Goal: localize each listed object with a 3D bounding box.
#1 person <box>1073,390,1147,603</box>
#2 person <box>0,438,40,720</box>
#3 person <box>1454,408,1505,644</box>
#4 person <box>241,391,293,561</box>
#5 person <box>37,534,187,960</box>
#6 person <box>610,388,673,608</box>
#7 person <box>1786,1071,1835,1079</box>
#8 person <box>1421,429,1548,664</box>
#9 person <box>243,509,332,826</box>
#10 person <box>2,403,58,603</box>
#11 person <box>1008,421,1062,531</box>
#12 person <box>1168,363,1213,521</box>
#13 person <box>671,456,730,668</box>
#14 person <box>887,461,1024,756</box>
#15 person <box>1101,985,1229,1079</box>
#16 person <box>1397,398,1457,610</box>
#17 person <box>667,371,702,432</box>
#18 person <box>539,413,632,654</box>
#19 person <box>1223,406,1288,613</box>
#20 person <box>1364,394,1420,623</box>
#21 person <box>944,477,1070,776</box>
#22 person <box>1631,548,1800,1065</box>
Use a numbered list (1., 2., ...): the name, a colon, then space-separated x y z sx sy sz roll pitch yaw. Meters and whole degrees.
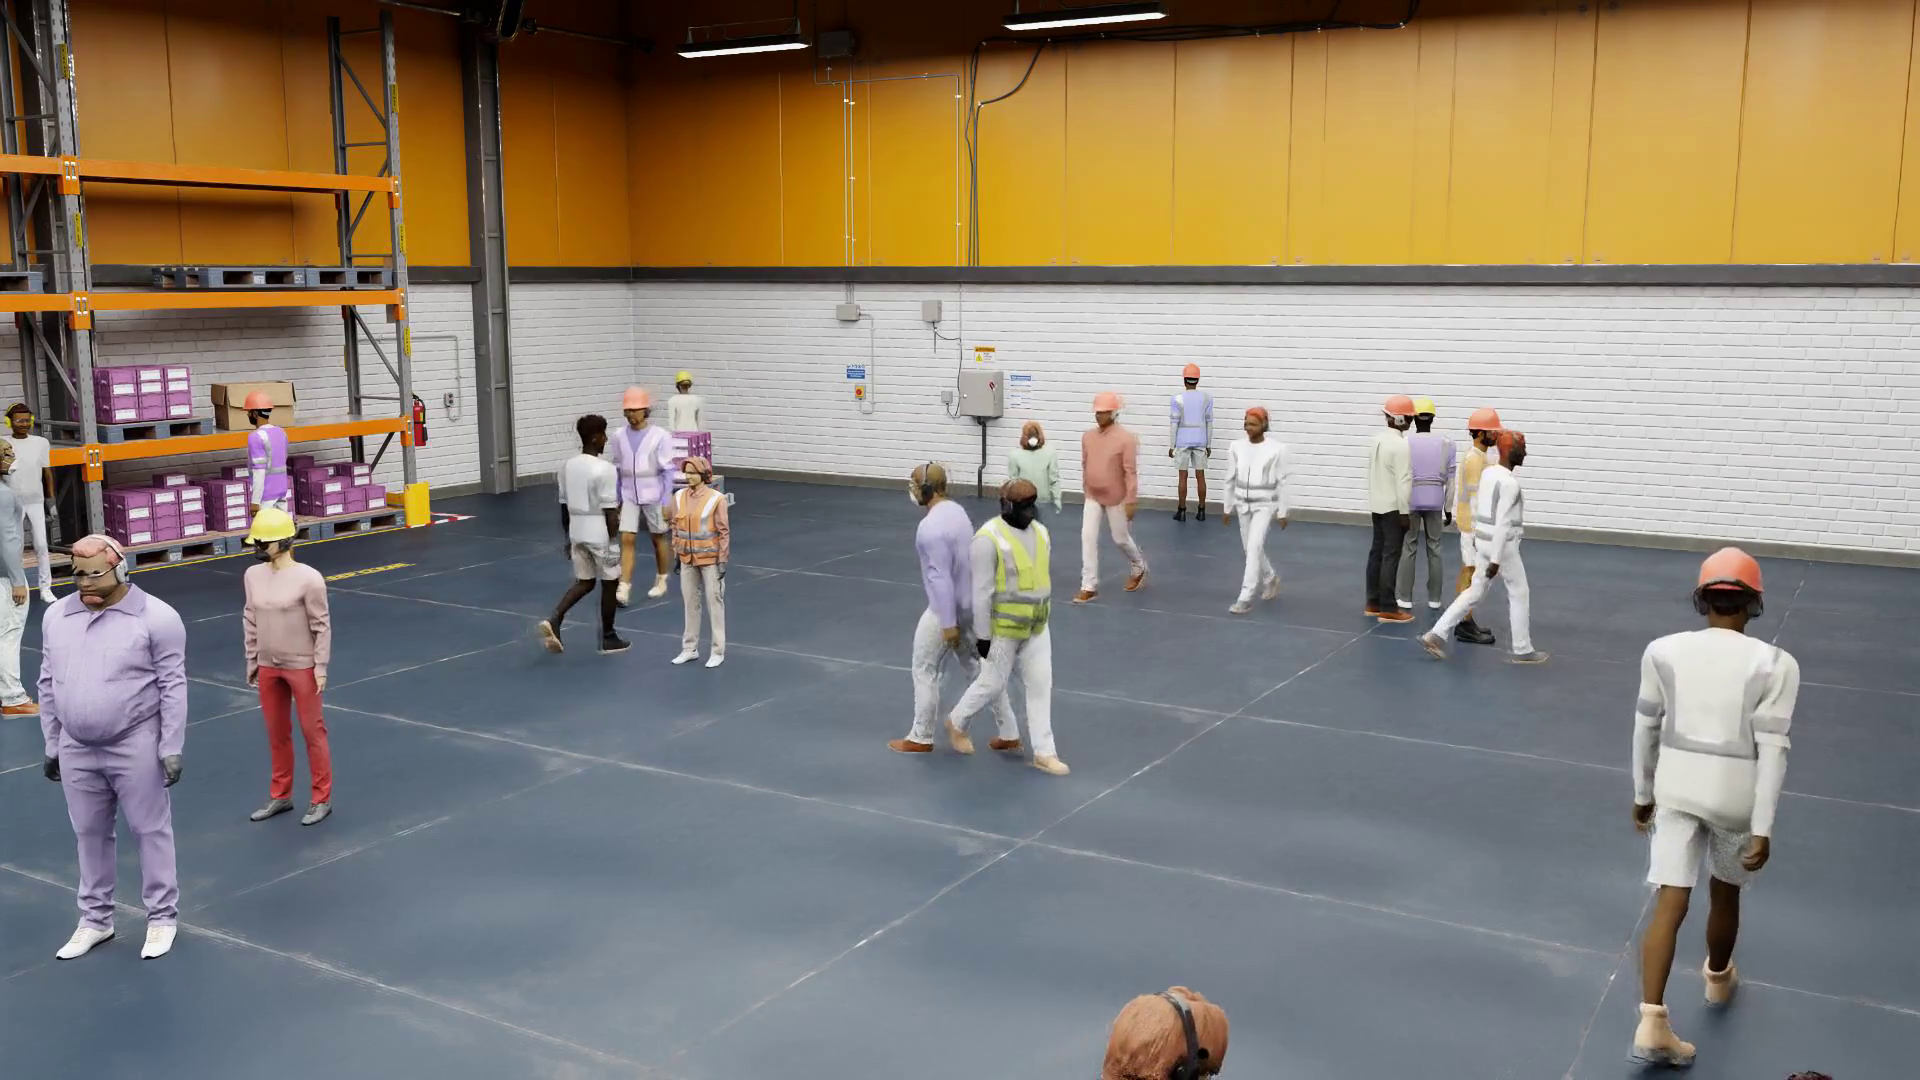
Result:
1. person: 1.419 -0.422 15.514 0.622 1.966 0.929 7 12 38
2. person: -6.544 0.253 11.358 0.636 1.938 0.358 8 12 40
3. person: 4.274 -0.123 13.711 0.358 1.938 0.542 2 9 14
4. person: -6.539 -0.436 15.662 0.375 1.935 0.550 1 9 7
5. person: -3.752 0.915 7.351 0.639 1.903 0.407 0 9 1
6. person: -2.930 -0.388 15.198 0.630 1.984 1.031 2 9 13
7. person: 1.216 1.730 2.439 0.551 1.843 0.656 1 9 6
8. person: 4.097 0.062 12.856 0.930 1.854 0.574 -1 9 -8
9. person: -3.705 0.697 9.140 0.527 1.763 0.332 3 10 17
10. person: -8.561 -0.324 15.224 0.509 1.860 0.318 -8 12 -40
11. person: 0.721 -0.384 16.383 0.504 1.609 0.772 -1 9 -8
12. person: 2.821 -1.193 20.385 0.543 1.939 0.361 -1 9 -6
13. person: -1.999 0.166 12.828 0.515 1.641 0.314 5 10 27
14. person: 0.014 0.448 10.389 0.870 1.887 0.652 4 10 23
15. person: 0.395 1.687 3.398 0.515 1.615 0.551 9 13 44
16. person: 4.156 -0.319 14.997 0.585 1.918 0.377 1 9 4
17. person: -3.694 -1.369 22.111 0.546 1.734 0.795 -7 11 -36
18. person: -2.945 -0.024 13.088 0.611 1.940 0.725 7 11 37
19. person: 2.713 -0.300 15.103 0.589 1.857 0.909 8 12 39
20. person: 3.779 -0.282 14.522 0.396 1.992 0.622 -2 9 -10
21. person: 0.277 0.504 10.208 0.635 1.816 0.863 -9 13 -44
22. person: 2.912 1.026 6.537 0.617 1.957 1.131 7 12 38
